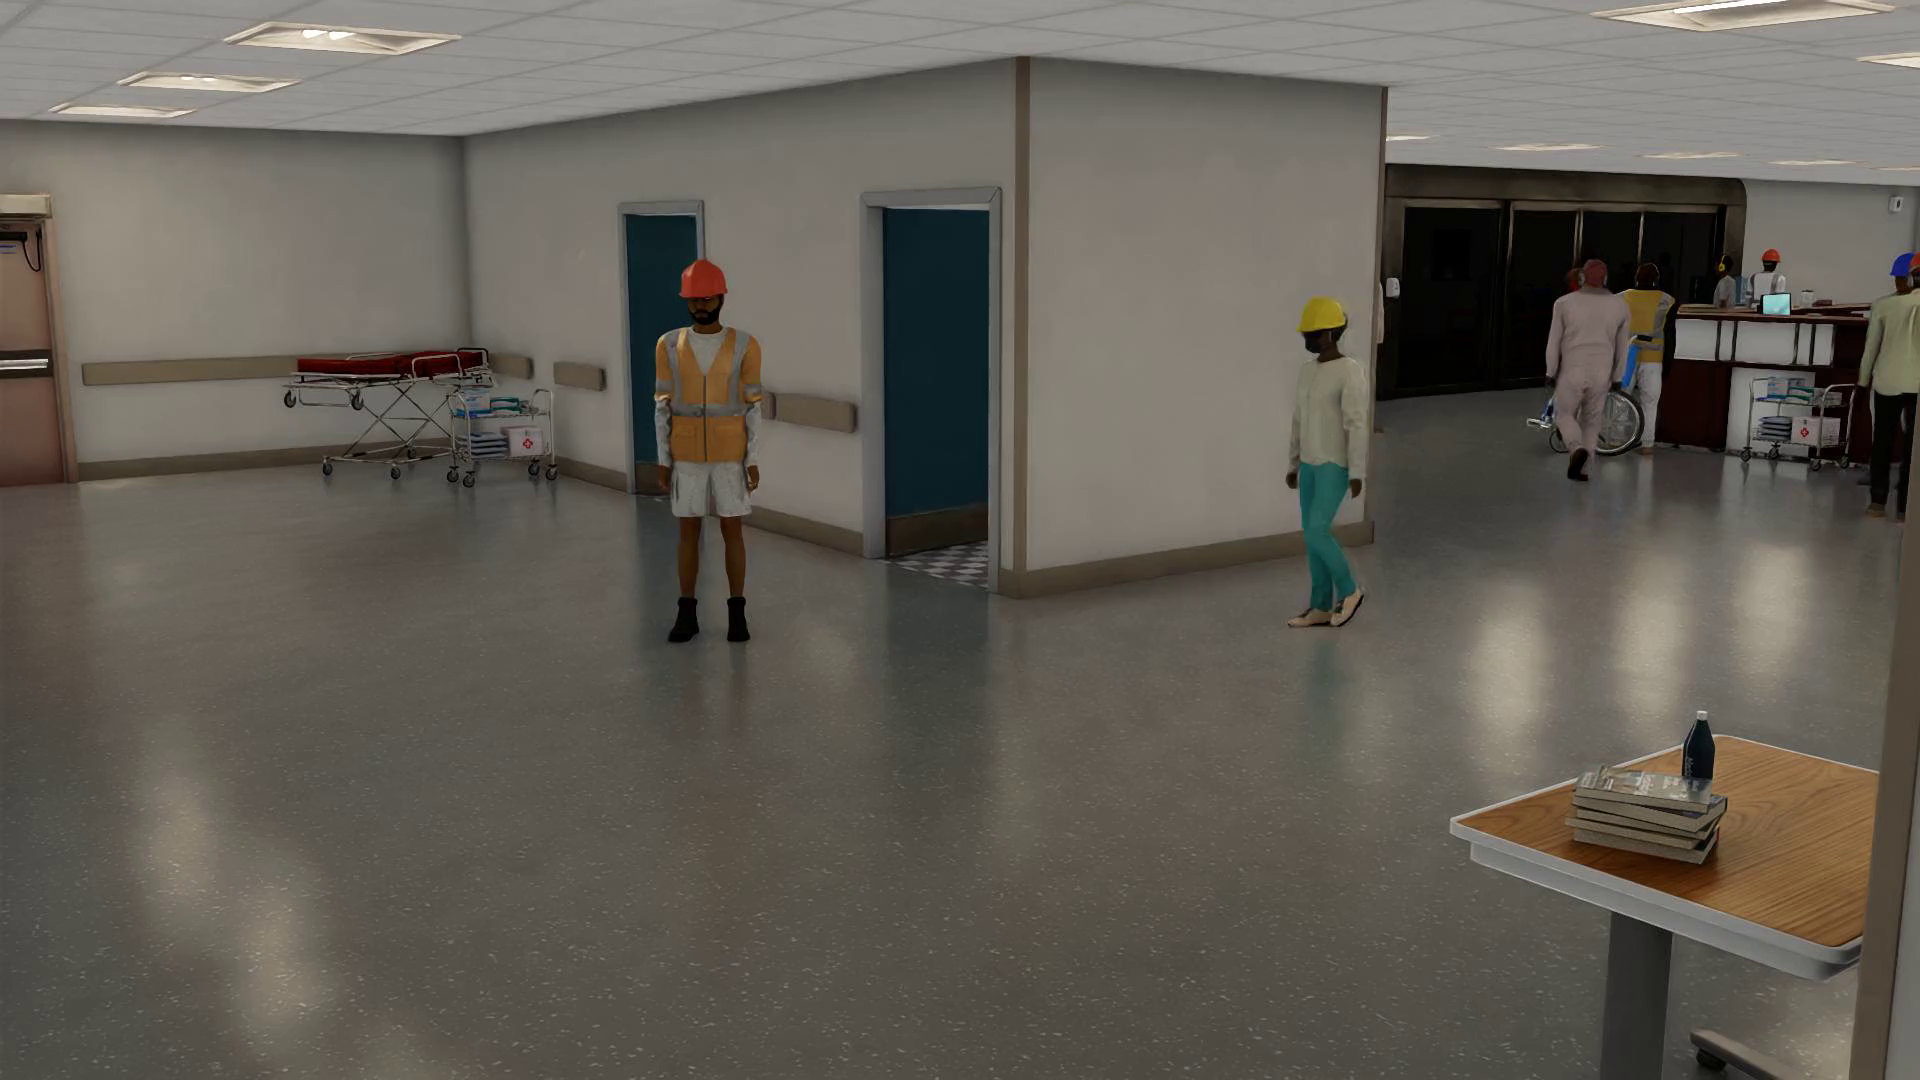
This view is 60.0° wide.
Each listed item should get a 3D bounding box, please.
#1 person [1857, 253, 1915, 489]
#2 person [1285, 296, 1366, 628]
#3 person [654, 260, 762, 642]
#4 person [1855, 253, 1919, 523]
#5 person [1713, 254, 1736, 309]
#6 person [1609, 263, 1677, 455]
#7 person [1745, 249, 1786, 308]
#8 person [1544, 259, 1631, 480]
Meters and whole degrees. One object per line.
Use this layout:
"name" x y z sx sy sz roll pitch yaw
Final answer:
"person" 7.738 -1.382 13.717 0.419 1.940 0.606 -6 12 -29
"person" 1.874 -0.387 8.652 0.363 1.747 0.541 -4 11 -23
"person" -1.272 -0.437 8.431 0.552 1.936 0.371 0 10 -2
"person" 6.942 -1.108 12.142 0.674 1.965 0.605 9 13 40
"person" 10.418 -2.959 22.761 0.310 1.863 0.533 8 13 37
"person" 6.509 -1.722 15.926 0.628 1.838 0.430 5 11 27
"person" 11.621 -3.214 23.983 0.363 1.934 0.552 -8 13 -38
"person" 5.285 -1.417 14.029 0.659 1.893 0.624 0 10 3
